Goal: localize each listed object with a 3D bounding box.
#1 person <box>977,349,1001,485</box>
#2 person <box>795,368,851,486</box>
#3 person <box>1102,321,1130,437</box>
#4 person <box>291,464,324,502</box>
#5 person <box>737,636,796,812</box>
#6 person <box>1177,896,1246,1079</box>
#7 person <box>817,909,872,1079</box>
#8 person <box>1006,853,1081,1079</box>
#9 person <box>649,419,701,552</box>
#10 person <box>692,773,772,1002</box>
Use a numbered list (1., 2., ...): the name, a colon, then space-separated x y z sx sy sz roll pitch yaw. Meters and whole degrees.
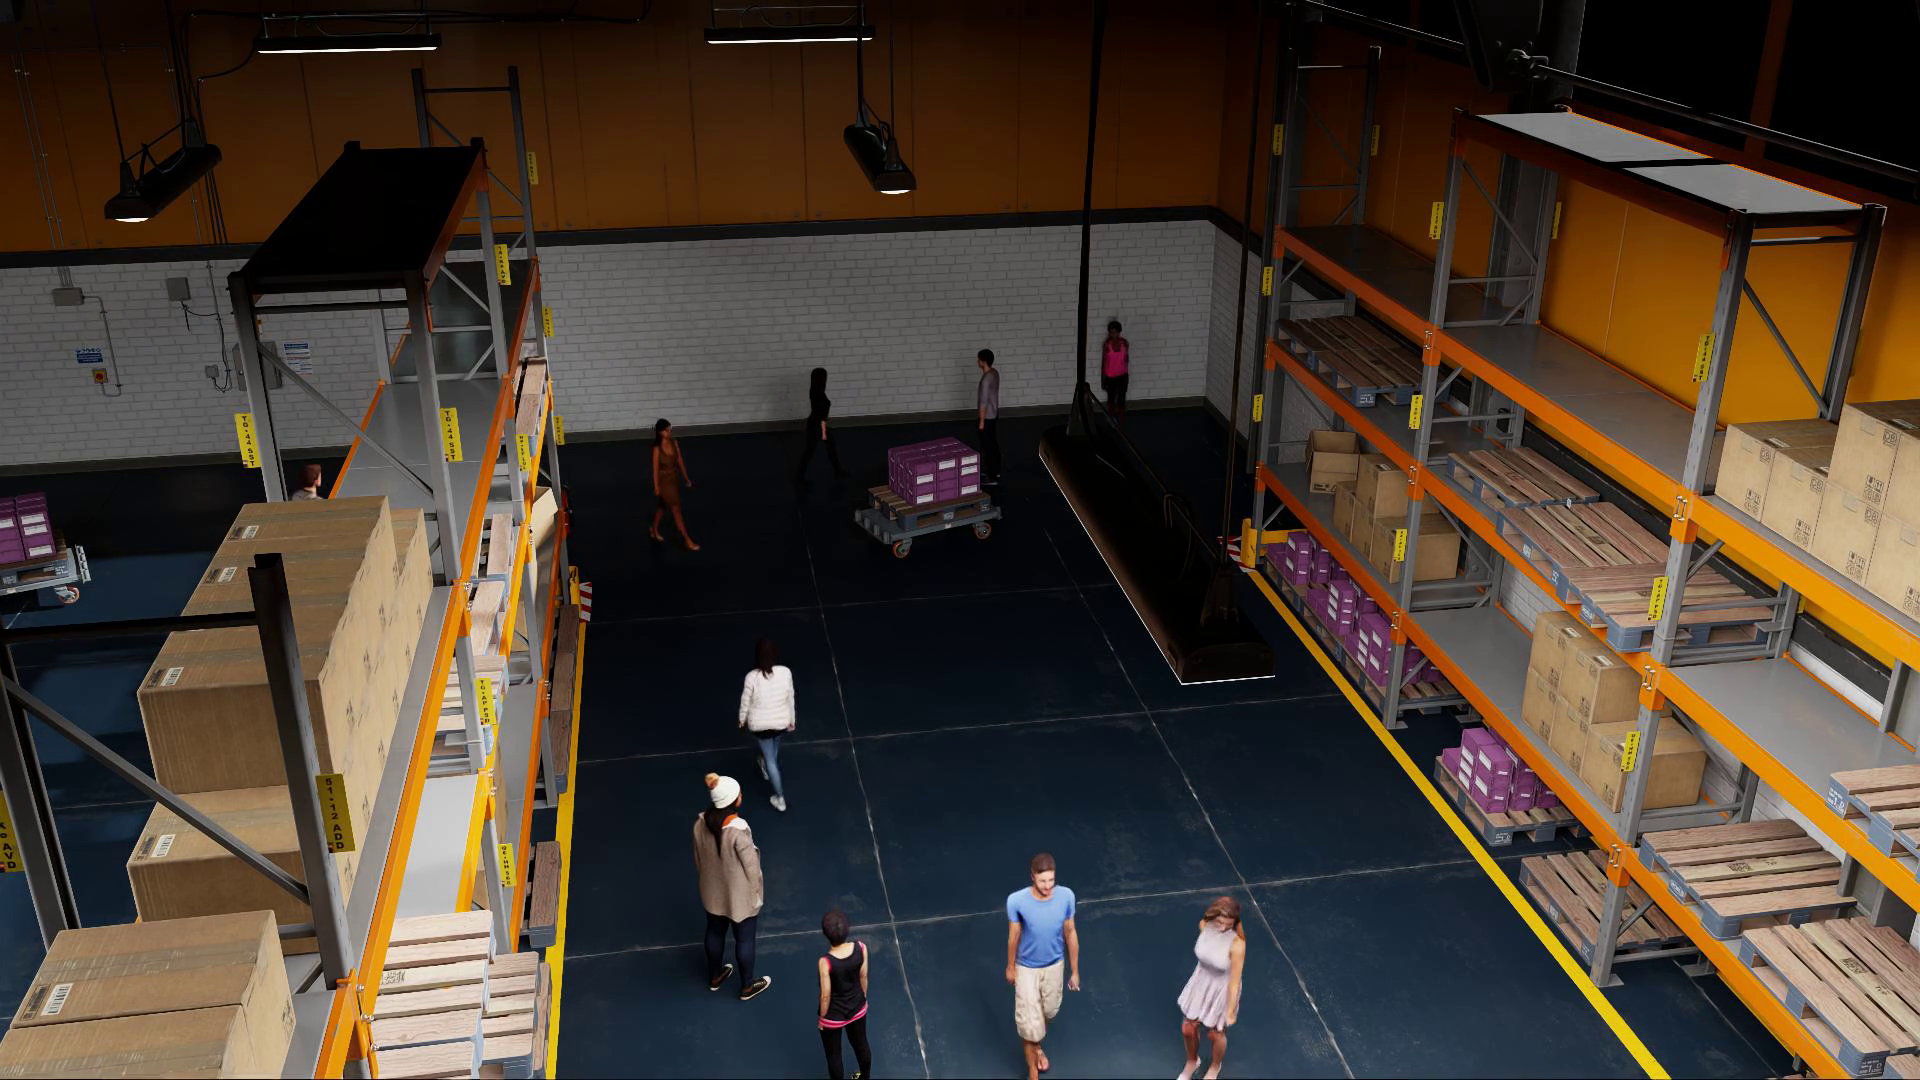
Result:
1. person: 0.383 -1.662 22.196 0.779 1.839 0.620 5 24 12
2. person: -1.946 -1.464 22.039 0.977 1.602 1.081 -17 29 -33
3. person: 2.264 -2.370 24.023 0.652 1.673 0.946 -3 24 -8
4. person: -7.092 0.109 18.119 1.105 1.859 1.265 10 26 22
5. person: -1.687 1.666 14.887 0.820 1.595 1.120 -11 26 -23
6. person: 1.760 3.102 11.433 0.803 1.730 0.736 -14 27 -29
7. person: -0.805 3.205 11.423 0.616 1.550 0.629 -17 29 -33
8. person: 0.534 2.928 11.691 0.675 1.844 0.916 -6 24 -14
9. person: -3.603 -0.672 20.184 1.028 1.637 1.049 12 26 25
10. person: -1.743 2.573 12.432 0.825 1.901 0.869 12 26 26
